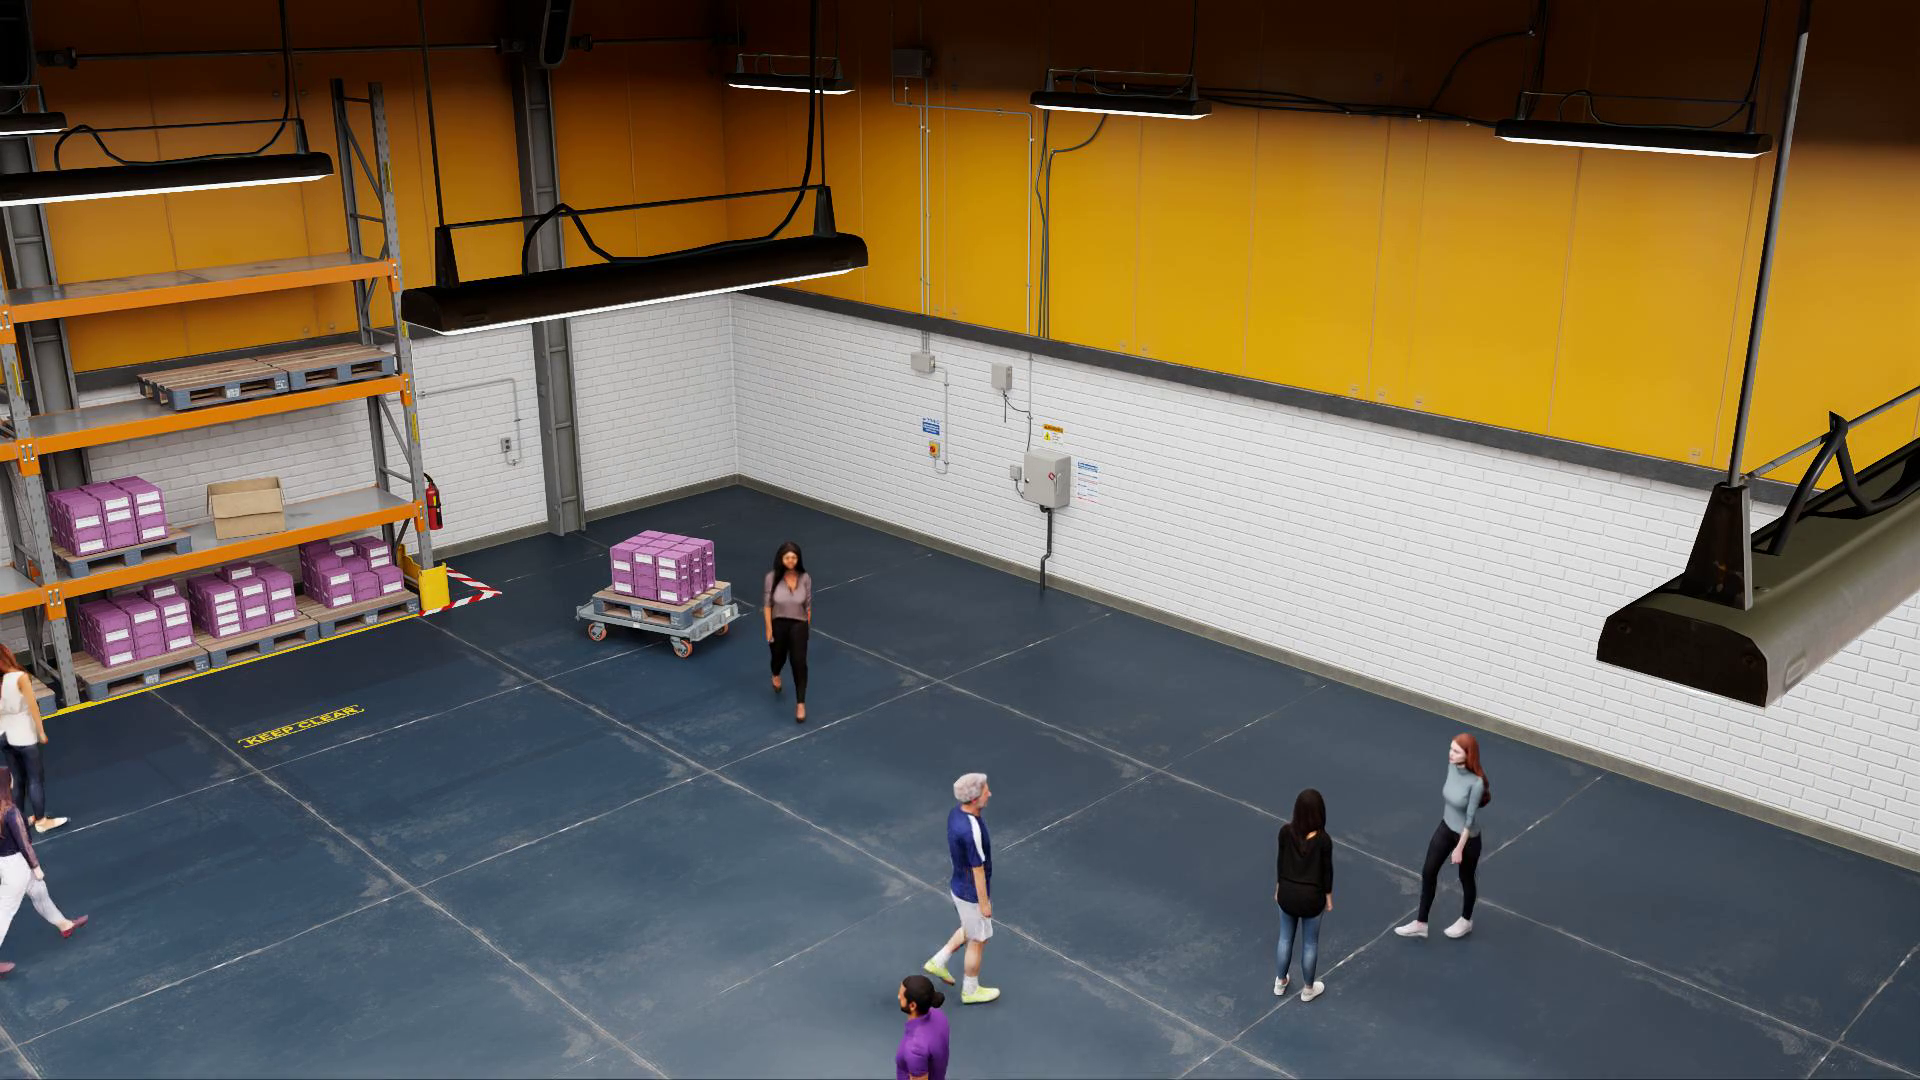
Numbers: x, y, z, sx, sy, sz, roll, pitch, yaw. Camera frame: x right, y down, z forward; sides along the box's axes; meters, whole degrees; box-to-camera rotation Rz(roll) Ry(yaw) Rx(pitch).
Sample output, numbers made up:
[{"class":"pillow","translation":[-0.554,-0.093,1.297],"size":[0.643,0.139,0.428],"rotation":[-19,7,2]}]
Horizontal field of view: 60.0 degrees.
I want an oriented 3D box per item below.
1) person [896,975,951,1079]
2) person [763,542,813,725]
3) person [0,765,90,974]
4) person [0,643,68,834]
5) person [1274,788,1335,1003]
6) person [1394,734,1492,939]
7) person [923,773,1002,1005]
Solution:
[{"class":"person","translation":[-0.120,3.300,9.536],"size":[1.109,1.720,1.251],"rotation":[6,19,16]},{"class":"person","translation":[-1.739,0.874,16.606],"size":[1.156,1.807,1.118],"rotation":[-3,19,-8]},{"class":"person","translation":[-7.044,2.468,12.268],"size":[0.850,1.554,1.194],"rotation":[11,21,29]},{"class":"person","translation":[-8.063,1.689,14.234],"size":[0.736,1.776,0.742],"rotation":[8,20,21]},{"class":"person","translation":[2.456,2.533,11.931],"size":[0.624,1.645,0.602],"rotation":[10,21,27]},{"class":"person","translation":[3.859,2.263,12.616],"size":[0.979,1.721,0.819],"rotation":[-7,20,-19]},{"class":"person","translation":[0.007,2.485,11.789],"size":[0.924,1.826,0.845],"rotation":[-4,19,-11]}]
